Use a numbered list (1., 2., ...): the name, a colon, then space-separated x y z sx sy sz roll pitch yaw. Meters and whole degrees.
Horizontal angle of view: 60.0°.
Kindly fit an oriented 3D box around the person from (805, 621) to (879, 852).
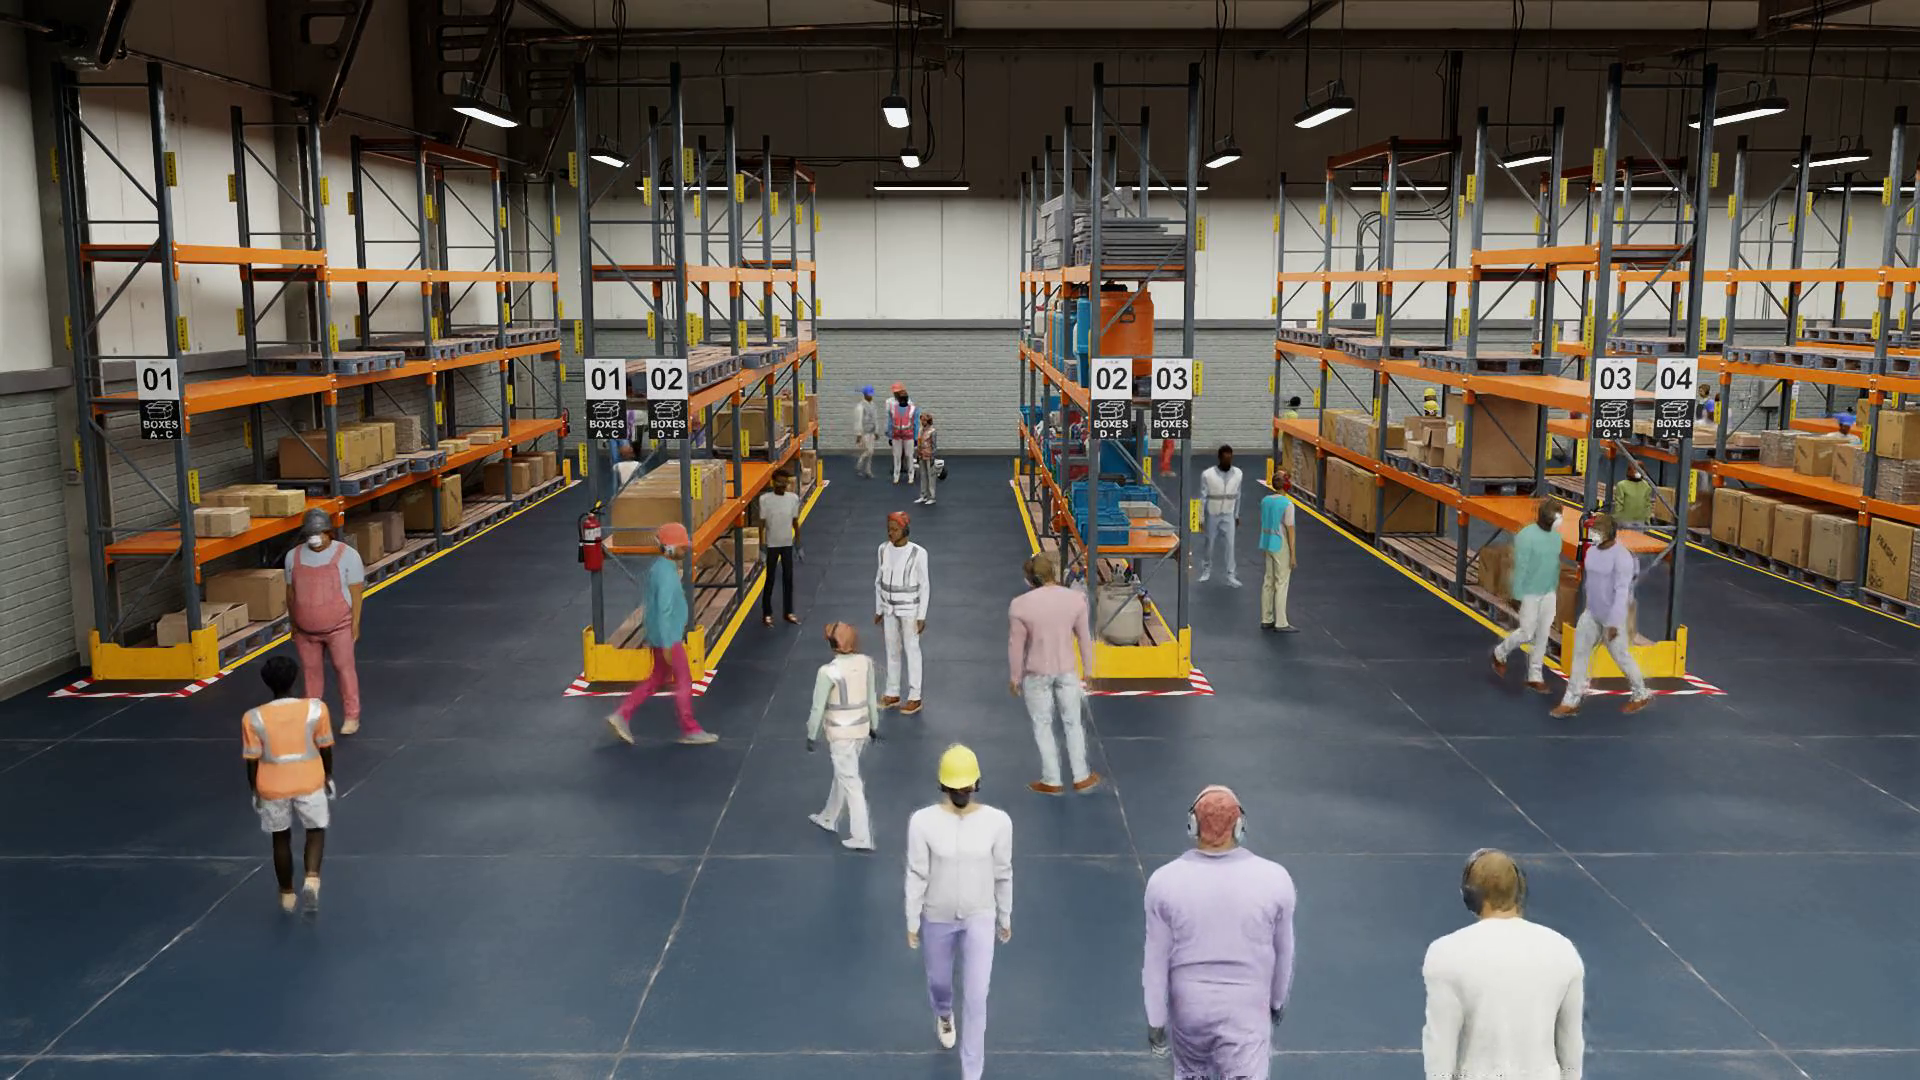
1. person: -0.895 1.361 11.748 0.782 1.602 0.545 7 11 38

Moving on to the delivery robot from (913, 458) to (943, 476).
1. delivery robot: -0.687 -1.513 33.340 0.707 0.478 0.477 6 11 34

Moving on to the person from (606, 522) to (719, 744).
1. person: -2.552 0.811 14.181 0.827 1.974 0.645 -2 9 -15

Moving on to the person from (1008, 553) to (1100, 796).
1. person: 0.725 1.046 12.892 0.749 1.909 0.345 -3 9 -16

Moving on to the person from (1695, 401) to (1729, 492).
1. person: 13.168 -1.485 29.164 0.619 1.896 0.990 1 9 7

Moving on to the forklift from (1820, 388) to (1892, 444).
1. forklift: 20.072 -3.110 36.462 1.873 2.768 1.129 0 9 0

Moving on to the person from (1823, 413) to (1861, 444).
1. person: 13.850 -1.023 26.076 0.646 1.921 0.769 0 9 -1

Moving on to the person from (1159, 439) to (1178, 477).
1. person: 4.287 -2.289 34.057 0.406 1.983 0.627 0 9 3

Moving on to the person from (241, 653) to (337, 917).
1. person: -4.165 1.544 10.348 0.543 1.682 0.546 -3 9 -21

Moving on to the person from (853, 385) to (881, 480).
1. person: -1.847 -2.150 33.346 0.438 1.923 0.614 4 10 23

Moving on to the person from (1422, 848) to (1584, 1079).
1. person: 2.052 2.107 6.314 0.642 1.830 1.183 -1 9 -6

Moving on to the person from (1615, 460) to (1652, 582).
1. person: 8.912 -0.246 22.030 0.507 1.633 0.276 -1 9 -7

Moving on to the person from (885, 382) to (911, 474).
1. person: -1.261 -2.321 34.480 0.574 1.923 0.475 2 9 14

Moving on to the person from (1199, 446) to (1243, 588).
1. person: 3.408 -0.319 21.854 0.617 1.859 0.845 -2 9 -13

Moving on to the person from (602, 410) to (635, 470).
1. person: -6.649 -1.990 32.395 0.620 1.903 0.557 -1 9 -9

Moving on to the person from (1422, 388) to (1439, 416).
1. person: 9.884 -2.329 35.084 0.308 1.741 0.494 -4 10 -24

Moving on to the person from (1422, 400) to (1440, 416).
1. person: 8.524 -1.617 30.213 0.404 1.833 0.590 -2 9 -15

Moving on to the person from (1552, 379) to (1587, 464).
1. person: 13.206 -2.527 35.912 0.564 1.878 0.986 -6 11 -35

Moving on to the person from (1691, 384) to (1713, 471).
1. person: 15.672 -2.376 35.073 0.346 1.840 0.505 0 9 -3

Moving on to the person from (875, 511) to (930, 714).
1. person: -0.547 0.663 15.379 0.584 1.883 0.337 7 11 37

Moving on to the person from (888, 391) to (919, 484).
1. person: -1.114 -2.012 32.773 0.618 1.836 0.431 1 9 9

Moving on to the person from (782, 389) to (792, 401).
1. person: -3.763 -2.478 36.366 0.307 1.643 0.514 2 9 14

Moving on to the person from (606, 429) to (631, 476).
1. person: -7.011 -2.203 34.040 0.404 1.820 0.597 8 12 43

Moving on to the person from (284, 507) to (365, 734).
1. person: -5.599 0.706 14.604 0.682 2.000 0.535 0 9 0

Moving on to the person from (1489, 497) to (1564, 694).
1. person: 5.553 0.522 16.194 0.657 1.918 0.648 -5 10 -29

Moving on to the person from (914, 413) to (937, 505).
1. person: -0.600 -1.458 29.811 0.307 1.640 0.513 -7 11 -38

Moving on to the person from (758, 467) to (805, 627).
1. person: -2.083 0.070 19.266 0.553 1.866 0.317 -4 10 -26

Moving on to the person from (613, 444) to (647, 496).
1. person: -4.857 -0.605 24.430 0.529 1.597 0.812 2 9 12

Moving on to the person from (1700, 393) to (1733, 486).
1. person: 14.794 -1.967 32.487 0.431 1.835 0.621 -6 11 -33

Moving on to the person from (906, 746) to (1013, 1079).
1. person: -0.001 1.839 8.294 0.528 1.728 0.839 0 9 1

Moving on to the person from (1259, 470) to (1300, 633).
1. person: 3.617 0.130 18.918 0.380 1.849 0.570 -4 10 -25

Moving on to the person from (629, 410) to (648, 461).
1. person: -6.839 -2.465 35.177 0.431 1.979 0.646 6 11 35

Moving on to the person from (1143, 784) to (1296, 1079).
1. person: 1.089 1.967 7.028 0.628 1.875 0.905 2 9 11

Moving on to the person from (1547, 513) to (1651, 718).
1. person: 5.914 0.692 15.179 1.004 1.900 0.633 -3 9 -19
